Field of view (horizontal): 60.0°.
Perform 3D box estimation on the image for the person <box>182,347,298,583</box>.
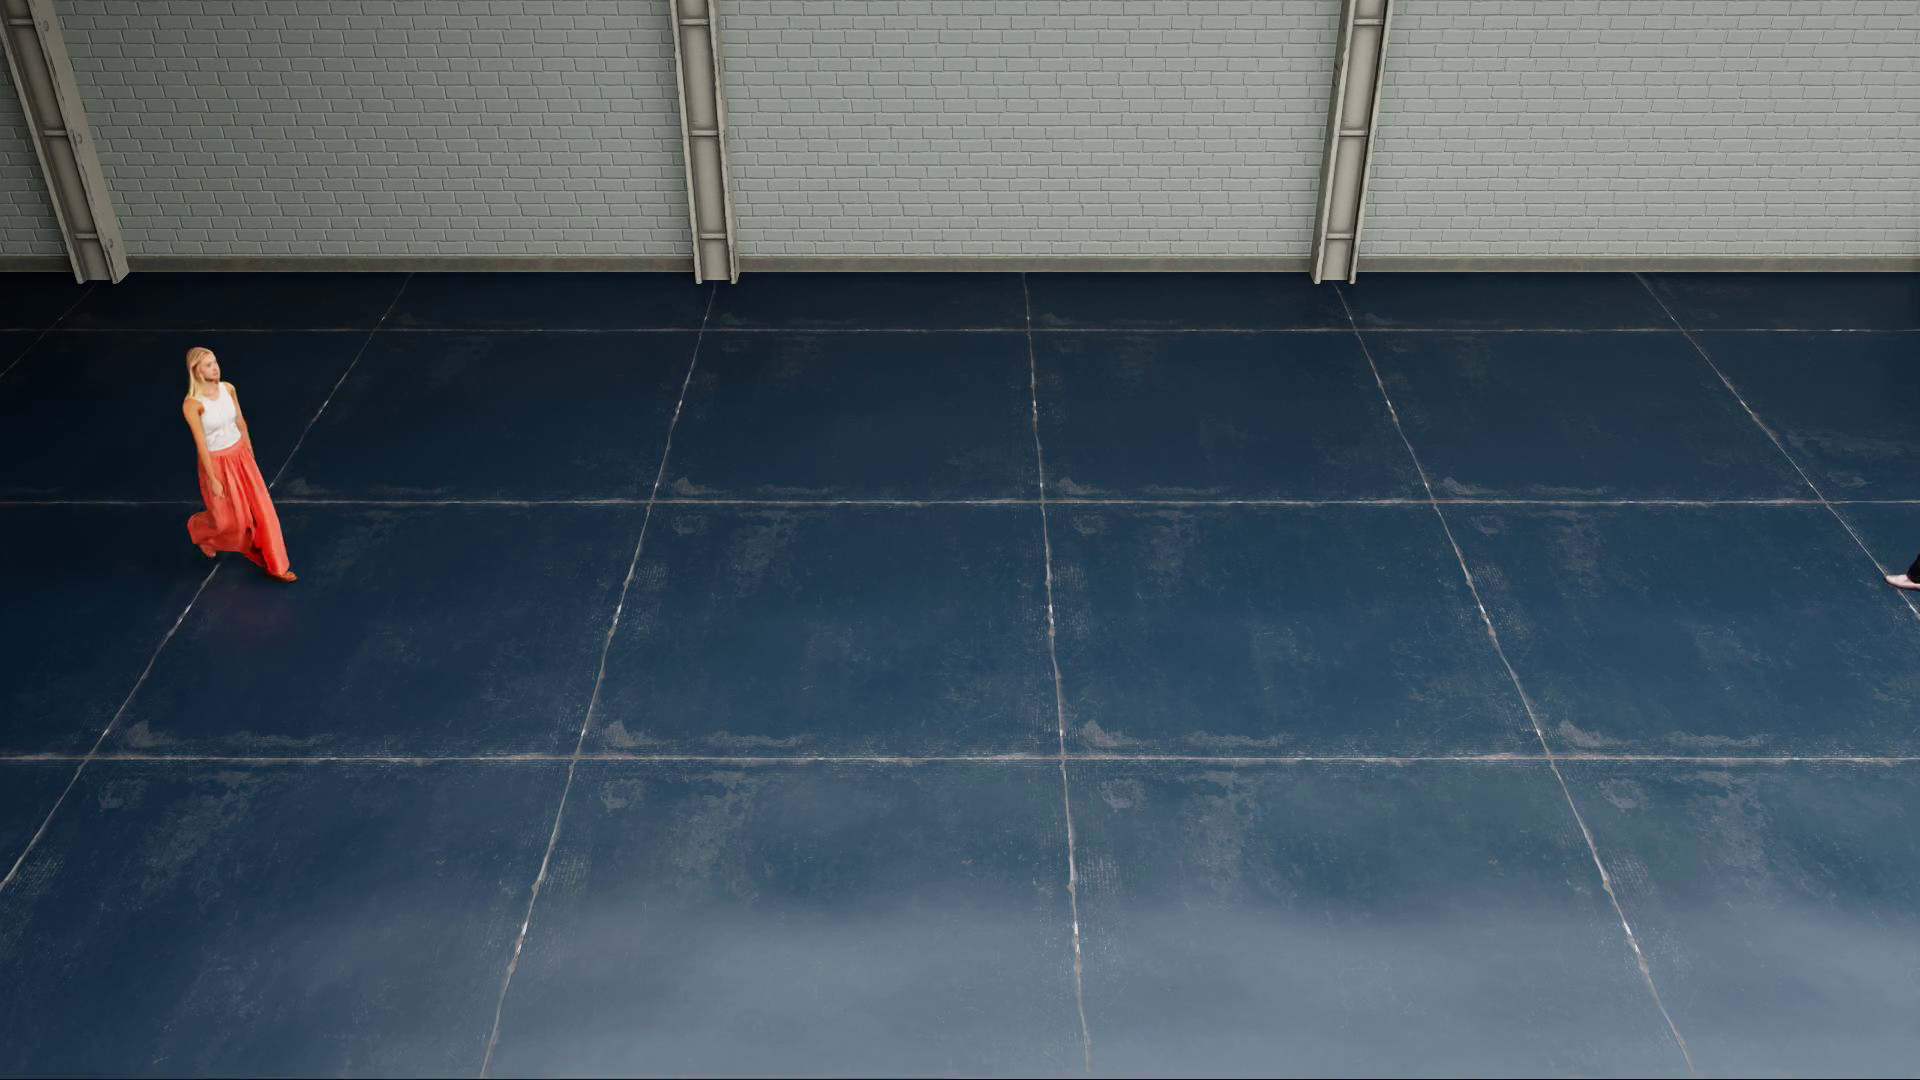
[{"bbox_3d":[-5.104,-0.498,11.420,1.130,1.781,0.923,14,36,21],"label":"person"}]
